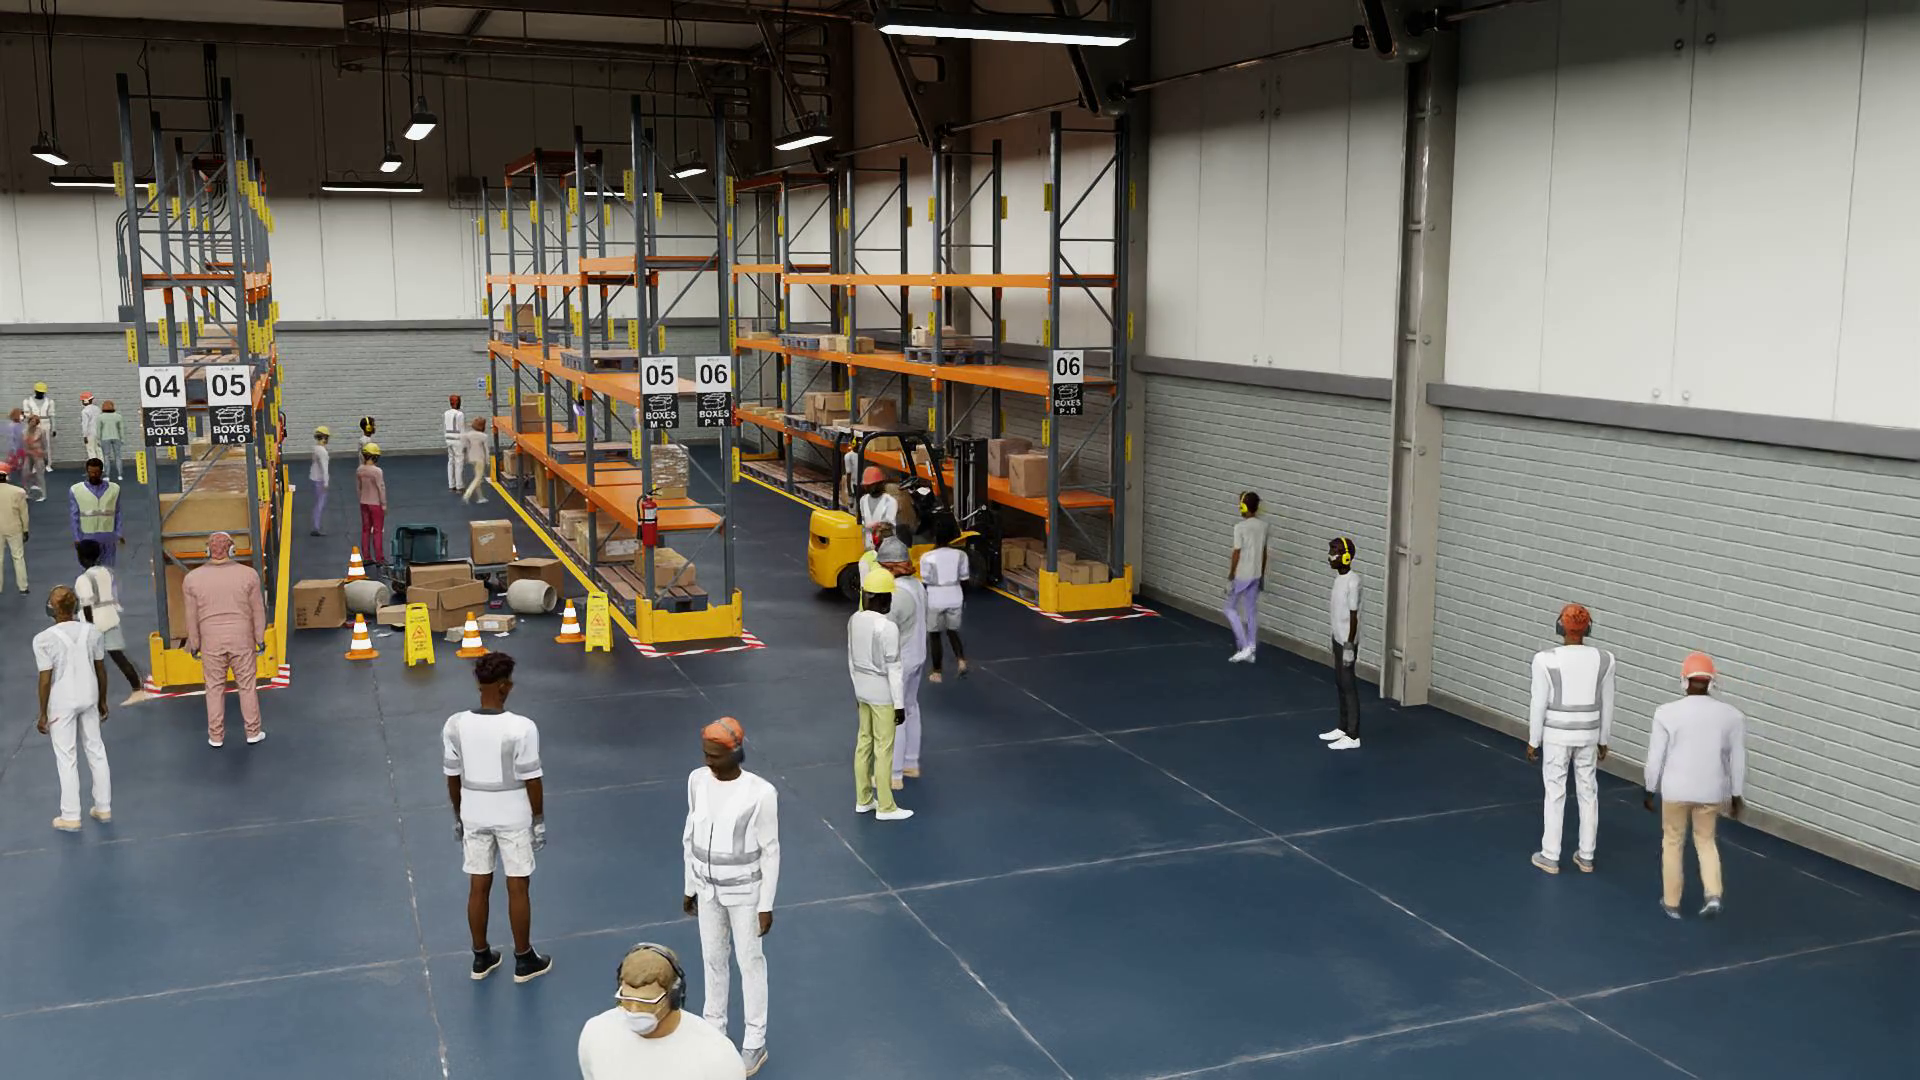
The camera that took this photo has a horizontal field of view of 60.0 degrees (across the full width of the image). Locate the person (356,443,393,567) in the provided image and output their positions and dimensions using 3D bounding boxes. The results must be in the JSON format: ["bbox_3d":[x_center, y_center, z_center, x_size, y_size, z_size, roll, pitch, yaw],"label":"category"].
[{"bbox_3d":[-8.334,-0.494,23.636,0.524,1.764,0.323,5,10,29],"label":"person"}]

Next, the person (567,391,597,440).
[{"bbox_3d":[-7.564,-2.081,33.419,0.623,1.838,0.430,-7,11,-37],"label":"person"}]

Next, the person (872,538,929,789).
[{"bbox_3d":[-0.549,0.977,13.499,0.536,2.000,0.675,4,10,22],"label":"person"}]

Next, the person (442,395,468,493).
[{"bbox_3d":[-9.592,-1.825,31.653,0.575,1.880,0.358,7,11,37],"label":"person"}]

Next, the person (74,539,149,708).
[{"bbox_3d":[-8.203,0.806,15.844,0.870,1.643,0.529,1,9,5],"label":"person"}]

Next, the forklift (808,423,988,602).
[{"bbox_3d":[-0.830,-0.399,21.676,2.313,2.155,1.214,-4,10,-21],"label":"forklift"}]

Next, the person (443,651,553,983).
[{"bbox_3d":[-2.707,1.615,9.730,0.640,1.961,0.365,2,9,13],"label":"person"}]

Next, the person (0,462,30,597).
[{"bbox_3d":[-12.334,-0.143,21.490,0.562,1.742,0.359,-4,10,-25],"label":"person"}]

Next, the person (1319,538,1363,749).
[{"bbox_3d":[3.359,0.897,14.579,0.327,1.861,0.510,0,9,-3],"label":"person"}]

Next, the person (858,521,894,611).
[{"bbox_3d":[-0.748,0.732,15.652,0.390,1.846,0.565,5,10,29],"label":"person"}]

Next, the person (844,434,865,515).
[{"bbox_3d":[-1.508,-0.663,24.382,0.329,1.865,0.515,3,10,20],"label":"person"}]

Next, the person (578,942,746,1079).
[{"bbox_3d":[-1.016,2.276,5.676,0.631,1.932,0.363,4,10,23],"label":"person"}]

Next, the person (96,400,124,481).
[{"bbox_3d":[-17.148,-2.004,33.576,0.505,1.624,0.291,-7,12,-39],"label":"person"}]

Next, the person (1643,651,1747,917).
[{"bbox_3d":[4.708,1.581,10.660,0.604,1.729,0.502,1,9,4],"label":"person"}]

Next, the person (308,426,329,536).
[{"bbox_3d":[-10.185,-0.937,26.459,0.398,1.743,0.594,-7,12,-39],"label":"person"}]

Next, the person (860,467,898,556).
[{"bbox_3d":[-0.977,0.091,19.487,0.576,1.911,0.627,6,11,31],"label":"person"}]

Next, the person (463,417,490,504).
[{"bbox_3d":[-8.712,-1.417,29.940,0.516,1.596,0.706,4,10,25],"label":"person"}]

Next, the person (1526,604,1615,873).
[{"bbox_3d":[4.211,1.373,11.501,0.575,1.883,0.362,0,9,0],"label":"person"}]

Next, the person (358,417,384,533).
[{"bbox_3d":[-9.497,-1.047,26.784,0.325,1.869,0.521,-3,10,-18],"label":"person"}]

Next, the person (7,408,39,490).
[{"bbox_3d":[-18.189,-1.753,32.055,0.775,1.604,0.509,1,9,7],"label":"person"}]

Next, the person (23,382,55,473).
[{"bbox_3d":[-19.319,-2.362,34.925,0.590,1.911,0.426,-7,12,-38],"label":"person"}]

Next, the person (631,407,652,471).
[{"bbox_3d":[-6.281,-1.994,32.859,0.403,1.827,0.599,-2,9,-11],"label":"person"}]

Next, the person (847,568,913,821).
[{"bbox_3d":[-0.618,1.169,12.638,0.360,1.929,0.587,-8,12,-39],"label":"person"}]

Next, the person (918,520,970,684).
[{"bbox_3d":[-0.160,0.637,16.755,0.546,1.690,0.394,-4,10,-24],"label":"person"}]

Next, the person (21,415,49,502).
[{"bbox_3d":[-16.858,-1.489,30.330,0.579,1.610,0.358,2,9,10],"label":"person"}]

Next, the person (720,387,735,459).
[{"bbox_3d":[-5.196,-2.728,37.233,0.407,1.910,0.639,-3,10,-19],"label":"person"}]

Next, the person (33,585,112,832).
[{"bbox_3d":[-6.618,1.251,12.410,0.327,1.836,0.515,6,11,34],"label":"person"}]

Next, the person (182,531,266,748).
[{"bbox_3d":[-6.425,0.871,14.586,0.642,1.909,0.409,-3,10,-20],"label":"person"}]

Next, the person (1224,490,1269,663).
[{"bbox_3d":[3.029,0.400,17.699,0.597,1.860,0.355,-6,11,-34],"label":"person"}]

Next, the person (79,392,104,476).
[{"bbox_3d":[-18.003,-2.201,34.435,0.350,1.743,0.563,1,9,4],"label":"person"}]

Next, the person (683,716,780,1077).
[{"bbox_3d":[-1.200,1.829,8.618,0.573,1.887,0.355,5,10,29],"label":"person"}]

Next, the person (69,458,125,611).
[{"bbox_3d":[-10.591,-0.061,20.431,0.587,1.914,0.390,-8,12,-43],"label":"person"}]
